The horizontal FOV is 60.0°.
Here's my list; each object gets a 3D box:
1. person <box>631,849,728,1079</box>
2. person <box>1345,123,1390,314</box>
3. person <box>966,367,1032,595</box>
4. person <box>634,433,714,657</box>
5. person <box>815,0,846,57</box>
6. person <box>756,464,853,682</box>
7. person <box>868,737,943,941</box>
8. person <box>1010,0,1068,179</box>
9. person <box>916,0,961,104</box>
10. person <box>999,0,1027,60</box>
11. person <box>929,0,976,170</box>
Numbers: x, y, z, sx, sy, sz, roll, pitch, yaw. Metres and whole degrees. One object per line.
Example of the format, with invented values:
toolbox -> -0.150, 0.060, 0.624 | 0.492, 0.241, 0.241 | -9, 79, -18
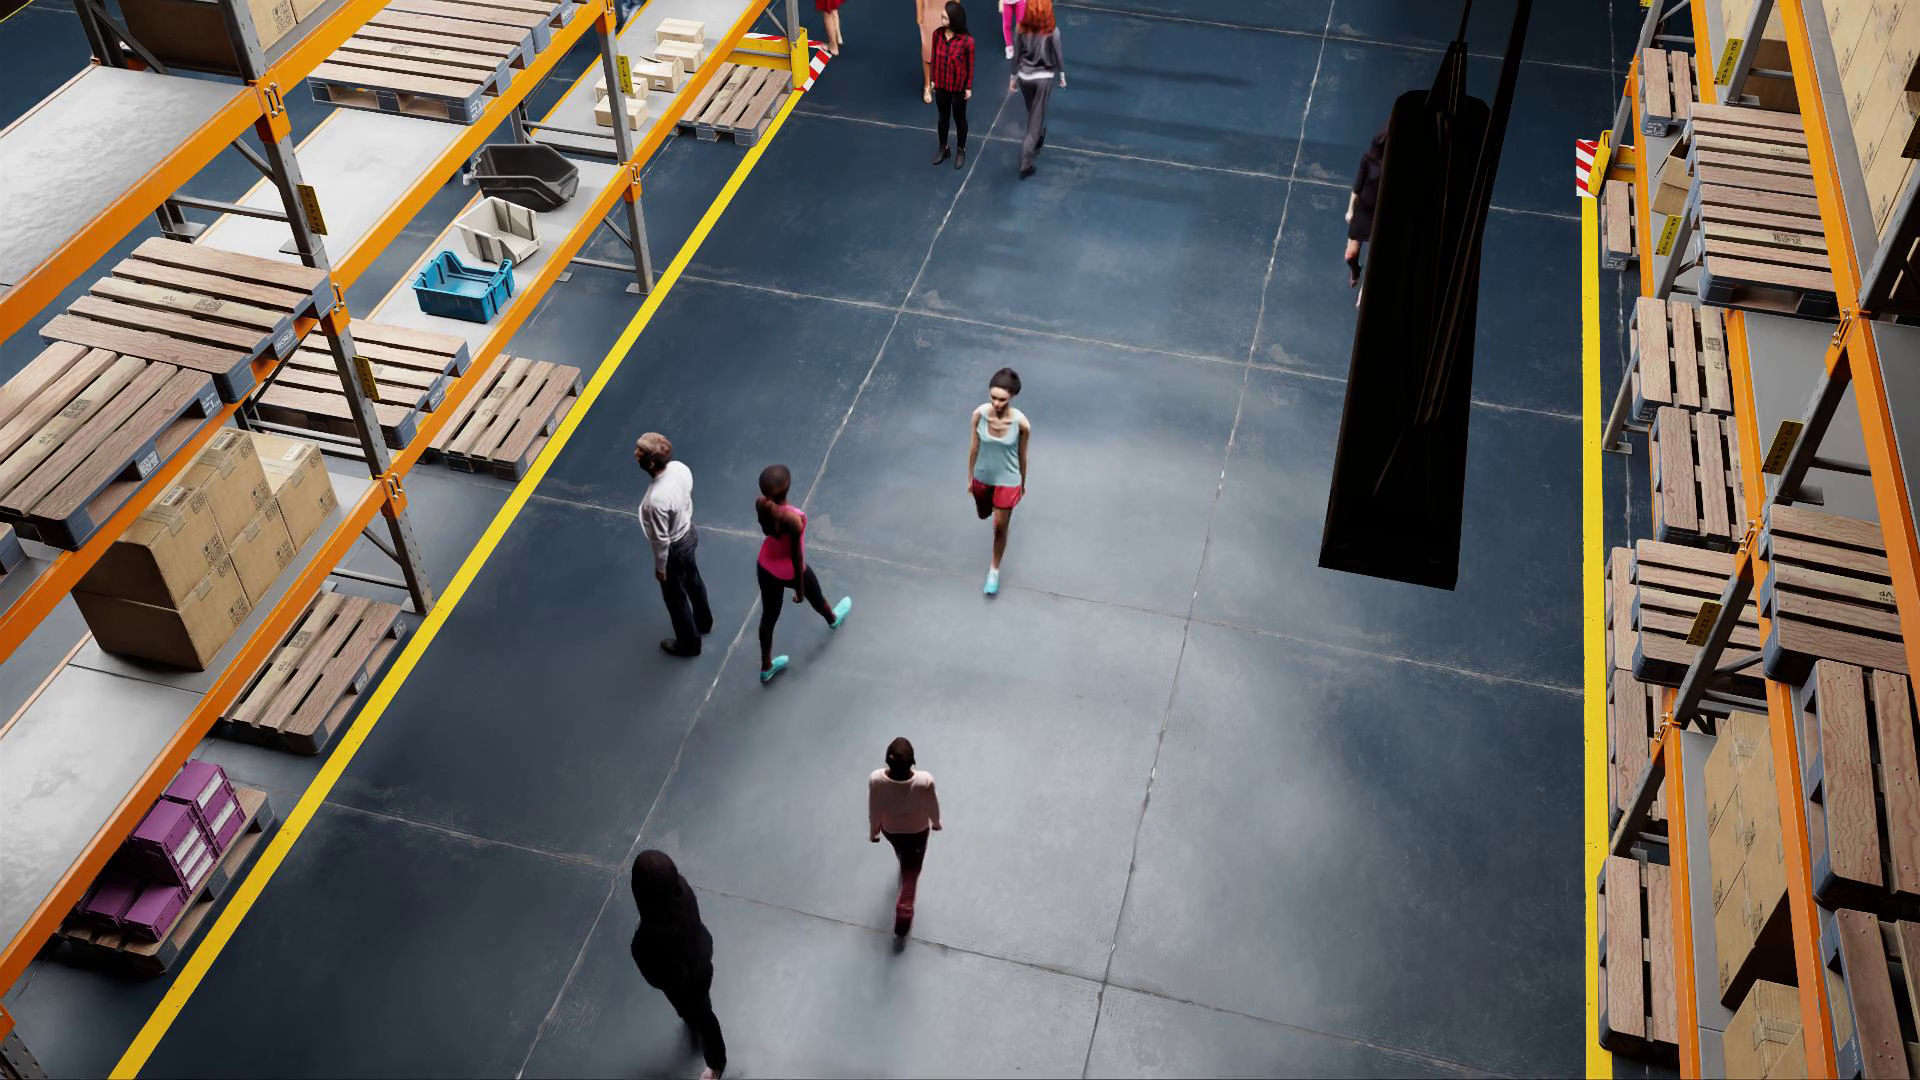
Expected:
person -> -1.428, 2.266, 8.726 | 0.910, 1.583, 0.751 | -16, 46, -16
person -> 3.450, -2.711, 13.796 | 0.627, 1.794, 0.663 | 12, 45, 12
person -> 0.282, -0.474, 11.483 | 0.603, 1.746, 1.016 | 13, 45, 14
person -> -1.873, 0.030, 10.902 | 0.710, 1.818, 0.517 | 6, 44, 7
person -> -1.319, -5.716, 17.134 | 0.679, 1.543, 0.735 | -33, 53, -30
person -> -1.214, 0.257, 10.761 | 0.849, 1.684, 1.142 | 27, 50, 26
person -> -0.321, 1.674, 9.463 | 0.625, 1.422, 1.012 | 7, 44, 7
person -> 0.673, -4.153, 15.352 | 0.678, 1.737, 1.029 | 15, 46, 15
person -> -0.217, -5.189, 16.370 | 0.645, 1.832, 0.634 | -5, 44, -5
person -> 0.536, -5.637, 17.252 | 0.559, 1.264, 0.598 | -5, 44, -6
person -> -0.071, -4.270, 15.534 | 0.619, 1.655, 0.562 | 18, 46, 18
